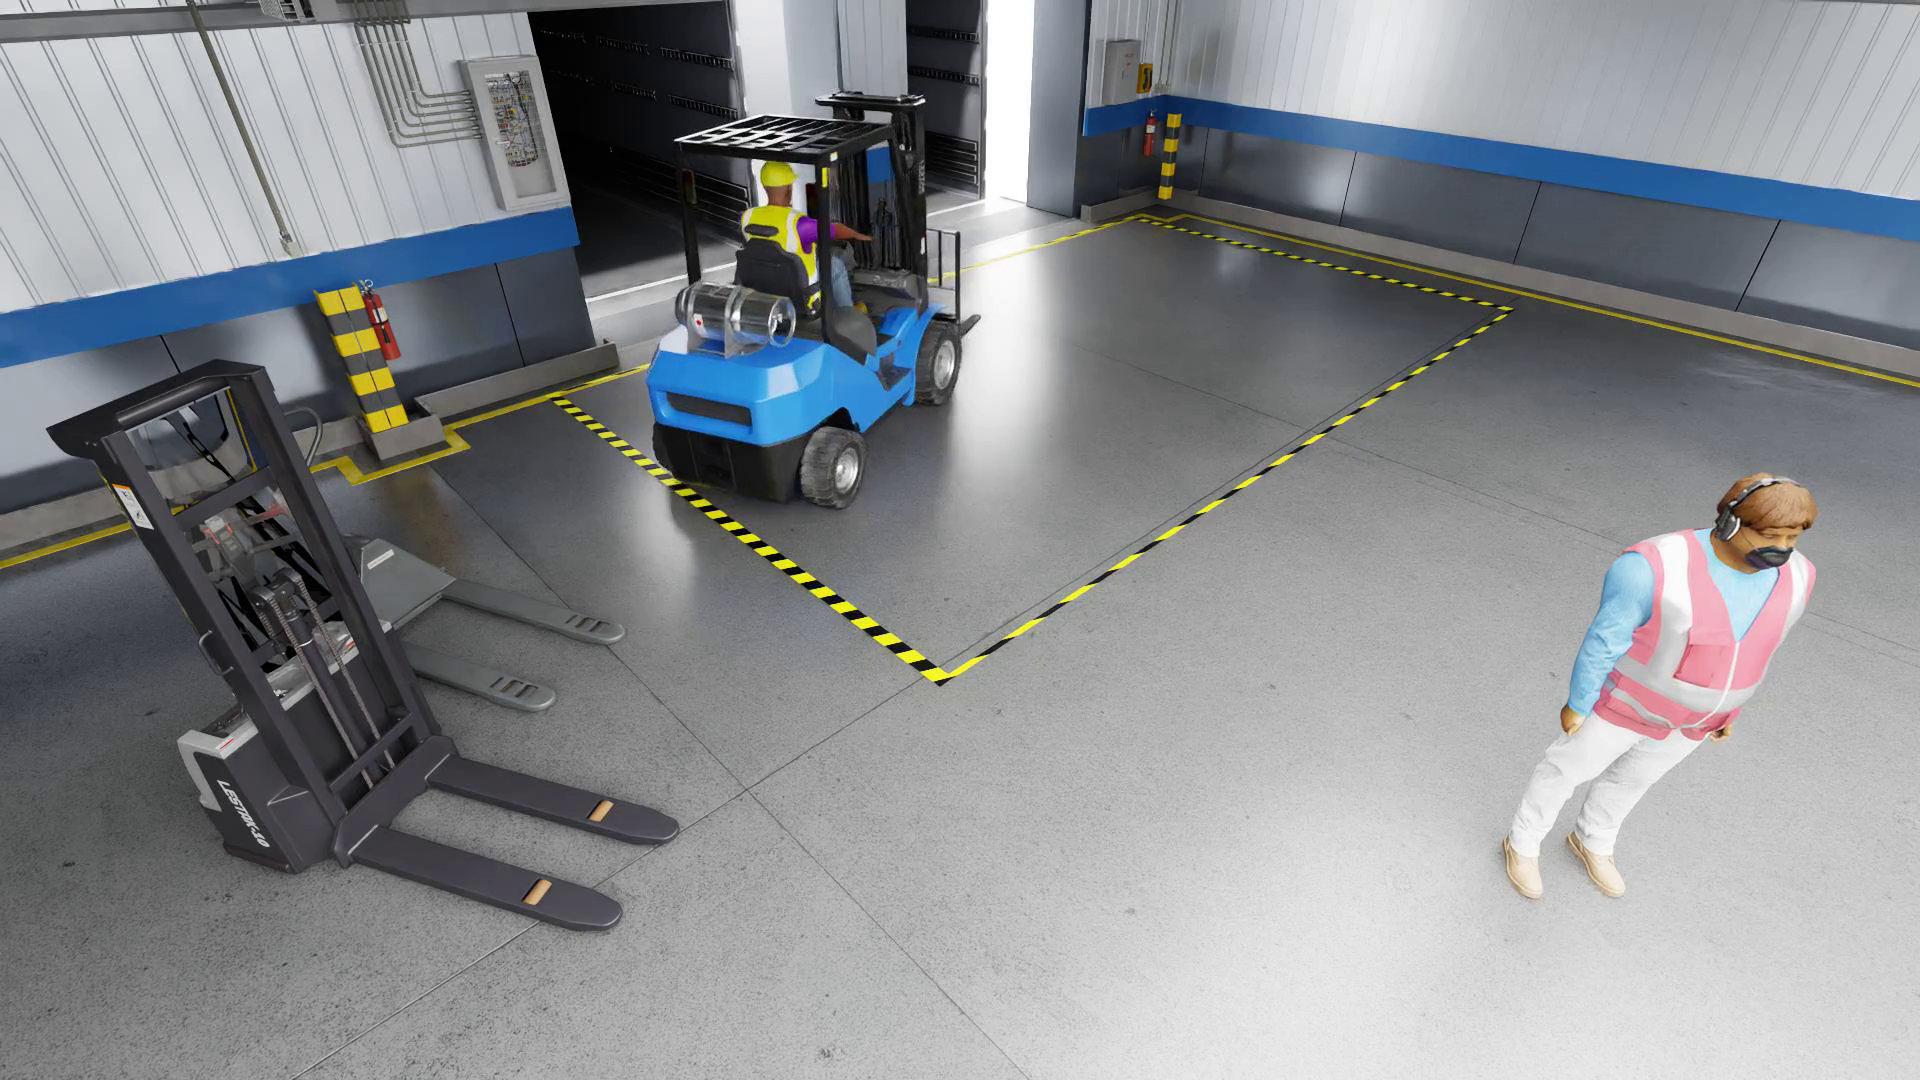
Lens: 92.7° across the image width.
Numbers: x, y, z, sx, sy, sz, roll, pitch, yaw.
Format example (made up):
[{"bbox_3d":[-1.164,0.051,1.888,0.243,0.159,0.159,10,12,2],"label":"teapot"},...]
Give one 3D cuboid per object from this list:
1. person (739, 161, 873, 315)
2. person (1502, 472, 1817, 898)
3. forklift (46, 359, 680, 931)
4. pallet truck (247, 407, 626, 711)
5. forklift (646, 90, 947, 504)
[{"bbox_3d":[-0.983,-1.963,6.213,0.635,1.293,1.002,13,36,19],"label":"person"},{"bbox_3d":[2.462,0.585,3.251,0.621,1.845,0.430,1,34,1],"label":"person"},{"bbox_3d":[-2.135,0.422,3.354,1.885,1.965,0.823,10,35,14],"label":"forklift"},{"bbox_3d":[-2.628,0.038,4.590,1.601,1.201,0.680,12,36,18],"label":"pallet truck"},{"bbox_3d":[-1.013,-1.779,6.274,1.157,2.036,2.680,13,36,19],"label":"forklift"}]
